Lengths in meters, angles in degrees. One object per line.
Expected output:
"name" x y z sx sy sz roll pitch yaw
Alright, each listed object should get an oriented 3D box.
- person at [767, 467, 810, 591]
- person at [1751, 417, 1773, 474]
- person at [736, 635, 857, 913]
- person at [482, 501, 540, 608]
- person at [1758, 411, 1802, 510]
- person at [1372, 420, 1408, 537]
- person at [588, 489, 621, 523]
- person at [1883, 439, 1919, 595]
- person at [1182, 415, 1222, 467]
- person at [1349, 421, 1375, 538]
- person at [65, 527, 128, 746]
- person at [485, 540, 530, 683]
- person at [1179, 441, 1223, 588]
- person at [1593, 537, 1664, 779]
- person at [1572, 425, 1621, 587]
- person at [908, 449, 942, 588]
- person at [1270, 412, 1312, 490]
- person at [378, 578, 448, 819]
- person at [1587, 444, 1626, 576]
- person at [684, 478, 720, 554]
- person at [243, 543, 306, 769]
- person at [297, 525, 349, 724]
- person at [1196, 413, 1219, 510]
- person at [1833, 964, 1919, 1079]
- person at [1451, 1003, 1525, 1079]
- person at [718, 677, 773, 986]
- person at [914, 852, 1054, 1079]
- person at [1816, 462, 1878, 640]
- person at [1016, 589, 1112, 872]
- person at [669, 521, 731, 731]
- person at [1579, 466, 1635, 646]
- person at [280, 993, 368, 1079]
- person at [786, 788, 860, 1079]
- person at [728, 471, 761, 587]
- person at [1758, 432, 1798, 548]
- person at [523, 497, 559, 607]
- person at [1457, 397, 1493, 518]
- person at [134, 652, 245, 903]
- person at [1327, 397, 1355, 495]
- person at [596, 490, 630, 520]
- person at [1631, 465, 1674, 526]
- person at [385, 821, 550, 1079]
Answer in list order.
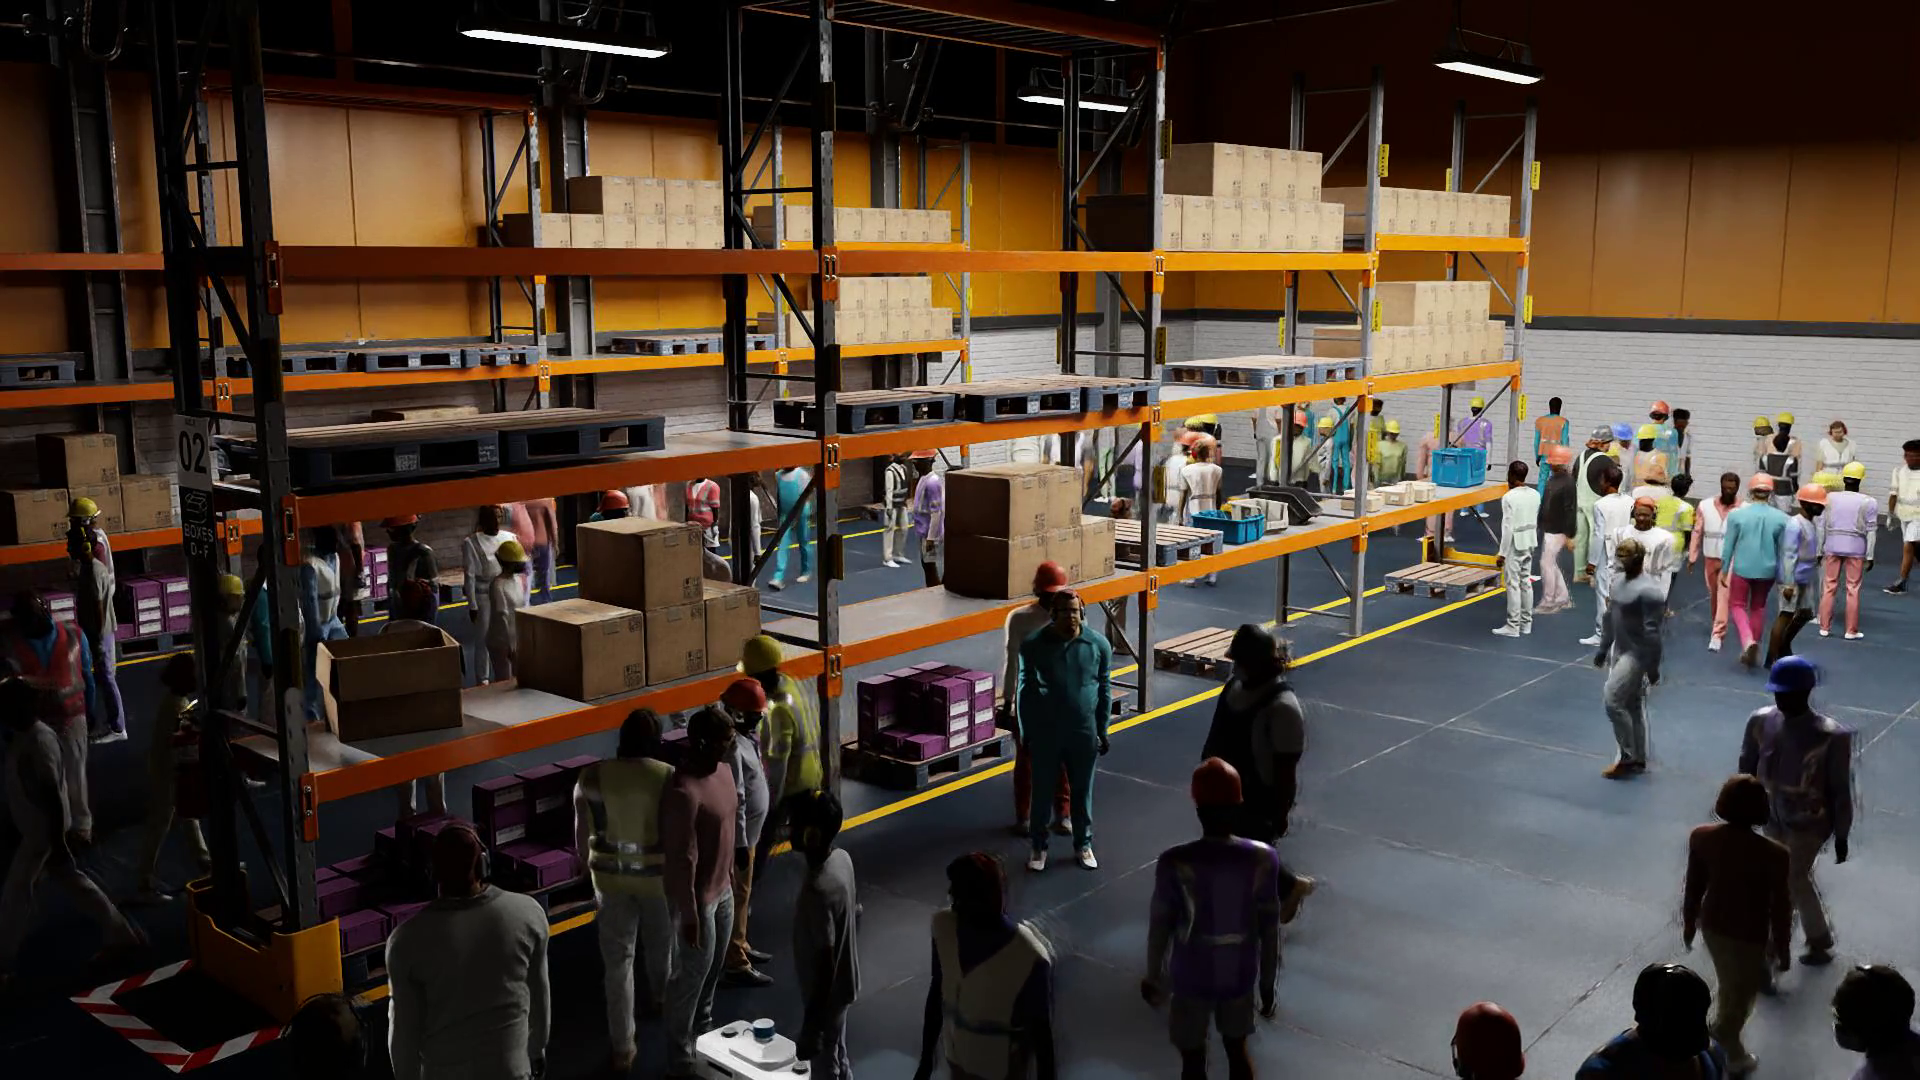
"person" -2.104 -0.279 20.722 0.496 1.781 1.013 4 10 21
"person" 12.103 -1.001 25.178 0.324 1.737 0.484 7 12 35
"person" -1.101 1.458 10.151 0.980 1.849 0.656 -2 10 -13
"person" -4.787 0.066 17.889 0.791 2.000 0.708 0 10 -2
"person" 11.881 -0.912 24.138 0.507 1.904 0.628 -9 13 -43
"person" 6.403 -0.953 24.918 0.524 1.728 0.841 0 10 -2
"person" -3.520 0.362 16.698 0.388 1.848 0.564 -9 13 -42
"person" 11.801 -0.300 20.495 0.968 1.915 0.607 -4 10 -21
"person" 3.672 -1.164 25.288 0.615 2.029 0.409 3 10 19
"person" 5.915 -0.899 24.468 0.331 1.767 0.527 3 10 19
"person" -7.312 0.800 14.071 0.328 1.861 0.507 -6 11 -33
"person" -3.778 0.858 14.020 0.382 1.752 0.540 2 10 11
"person" 3.009 -0.313 20.779 0.562 1.835 0.385 -3 10 -15
"person" 5.228 0.925 13.112 0.602 1.918 0.637 0 10 1
"person" 8.024 -0.437 20.896 0.536 2.000 0.684 -2 10 -13
"person" -0.398 -0.102 18.885 0.381 2.041 0.616 -2 10 -11
"person" 4.755 -0.891 23.987 0.637 1.924 1.074 -1 10 -4
"person" -3.764 1.196 11.619 0.575 1.883 0.355 4 10 21
"person" 8.302 -0.367 21.368 0.492 1.740 0.325 9 13 42
"person" -3.170 -0.182 20.420 0.536 1.693 0.319 6 11 30
"person" -5.499 0.914 13.420 0.430 1.845 0.624 0 10 -2
"person" -5.418 0.724 14.396 0.751 1.888 0.610 1 10 5
"person" 3.574 -0.937 24.289 0.407 1.912 0.587 -5 11 -28
"person" 2.992 2.254 5.275 0.674 1.895 0.489 -9 13 -44
"person" 1.662 2.311 5.340 0.576 1.749 0.335 -1 10 -7
"person" -1.220 1.631 9.418 0.332 1.746 0.559 -1 10 -5
"person" 0.161 2.077 6.606 0.794 1.810 0.568 -9 13 -42
"person" 9.549 0.116 17.932 0.590 1.927 0.367 8 12 40
"person" 0.701 1.264 11.122 0.645 1.913 0.409 -1 10 -5
"person" -2.243 0.784 13.991 0.642 1.913 0.409 -1 10 -3
"person" 6.873 0.174 17.601 0.593 1.922 0.391 -7 12 -35
"person" -1.894 2.310 4.875 0.778 1.915 0.535 -2 10 -14
"person" -0.595 1.961 7.085 0.328 1.874 0.517 1 10 5
"person" -2.363 0.074 18.357 0.370 1.877 0.581 -5 11 -29
"person" 11.470 -0.676 23.386 0.594 1.678 0.541 -9 13 -43
"person" -4.872 0.039 19.017 0.545 1.714 0.916 -1 10 -4
"person" 8.191 -1.315 26.468 0.585 1.930 0.365 8 13 40
"person" -5.000 1.508 10.662 0.696 1.582 0.526 -5 11 -29
"person" 6.620 -1.699 29.025 0.504 1.841 0.344 -2 10 -11
"person" -3.208 0.487 15.684 0.376 1.936 0.549 -3 10 -16
"person" 8.341 -0.096 20.067 0.501 1.633 0.289 8 13 41
"person" -1.925 2.038 6.529 0.642 1.905 0.399 -7 12 -35
